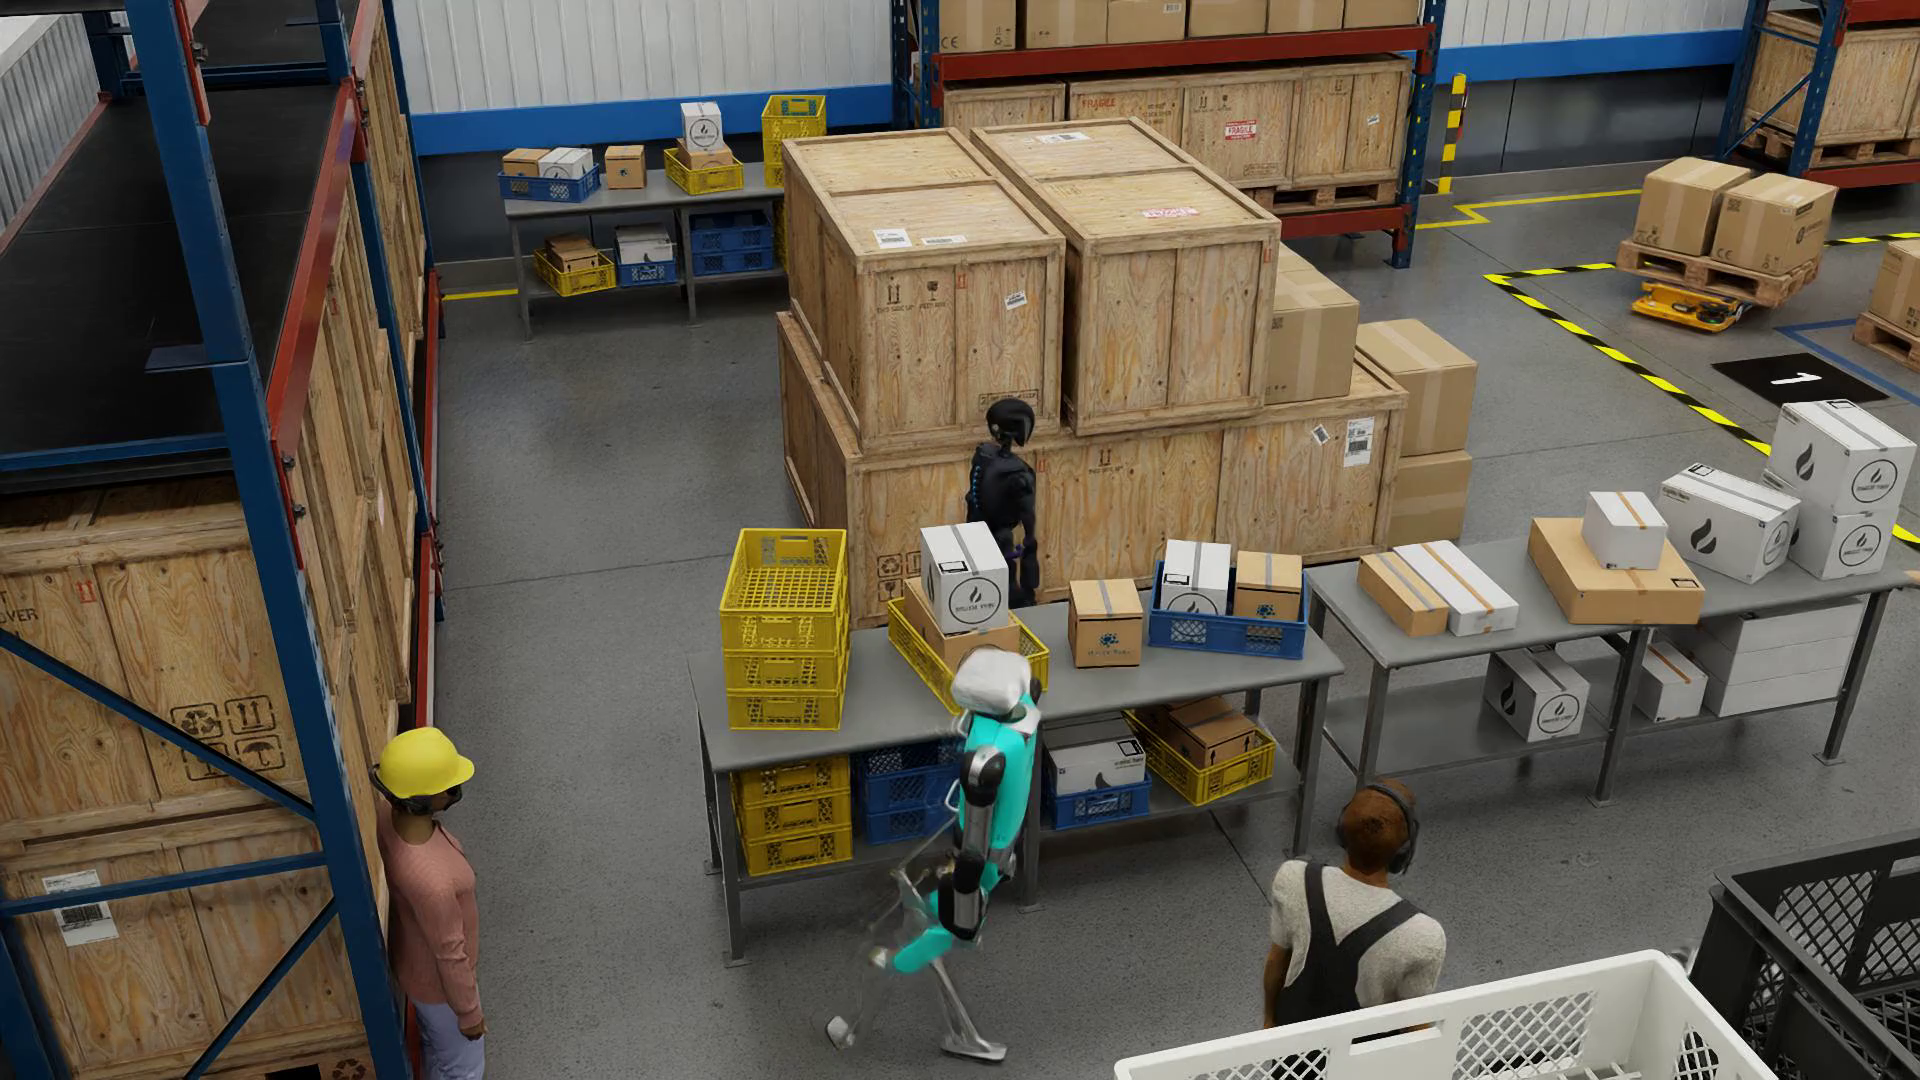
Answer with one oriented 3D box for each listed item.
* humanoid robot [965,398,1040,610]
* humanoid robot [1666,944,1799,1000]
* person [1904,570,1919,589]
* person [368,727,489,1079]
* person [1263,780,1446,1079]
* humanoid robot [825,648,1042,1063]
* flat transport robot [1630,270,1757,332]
[{"bbox_3d":[0.196,0.121,7.472,0.760,1.620,0.609,-15,32,-25],"label":"humanoid robot"},{"bbox_3d":[2.133,1.752,4.476,0.818,1.819,0.539,-11,31,-19],"label":"humanoid robot"},{"bbox_3d":[5.201,-0.548,8.275,0.392,2.044,0.607,2,29,3],"label":"person"},{"bbox_3d":[-1.586,1.320,5.176,0.335,1.762,0.521,-16,33,-27],"label":"person"},{"bbox_3d":[1.100,1.474,4.824,0.501,1.836,0.332,19,34,30],"label":"person"},{"bbox_3d":[-0.161,1.131,5.616,0.860,1.851,0.559,9,30,15],"label":"humanoid robot"},{"bbox_3d":[5.705,-1.924,12.579,0.652,0.197,1.431,24,37,37],"label":"flat transport robot"}]
